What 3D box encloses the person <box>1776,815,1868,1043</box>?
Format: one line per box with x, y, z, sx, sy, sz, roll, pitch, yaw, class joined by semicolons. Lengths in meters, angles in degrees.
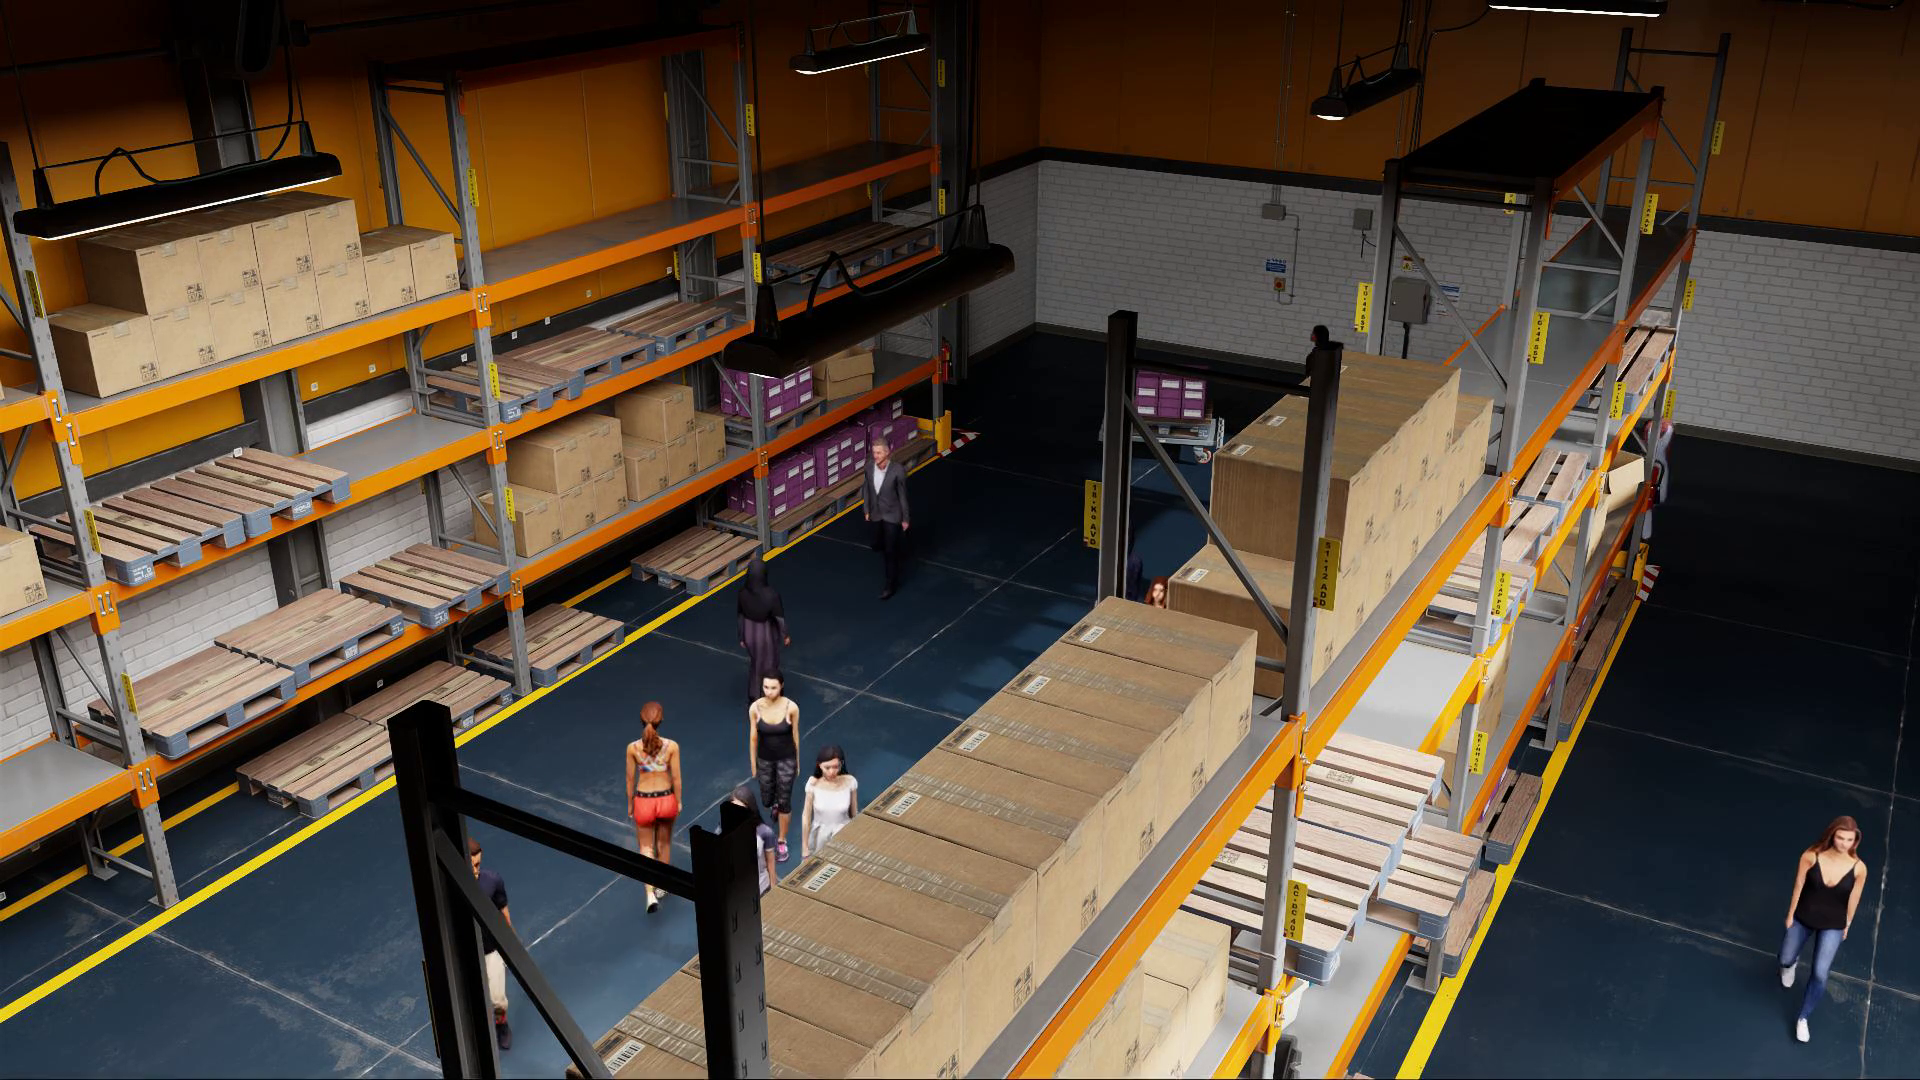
6.033;2.649;11.712;0.574;1.703;0.931;12;26;25;person

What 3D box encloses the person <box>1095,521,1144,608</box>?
1.509;0.657;16.262;0.755;1.708;1.008;7;25;16;person

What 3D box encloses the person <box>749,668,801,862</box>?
-1.486;1.783;13.685;0.803;1.710;0.935;0;24;1;person

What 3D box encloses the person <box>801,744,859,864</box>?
-0.969;2.269;12.521;0.969;1.750;1.111;-2;24;-4;person

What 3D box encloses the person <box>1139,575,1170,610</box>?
1.826;1.068;15.352;0.600;1.685;1.063;13;27;28;person

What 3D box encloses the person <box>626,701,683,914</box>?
-2.353;2.102;12.871;0.916;1.777;1.007;-5;24;-12;person

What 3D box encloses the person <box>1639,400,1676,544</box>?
8.119;-0.859;19.652;0.823;1.770;0.893;-5;24;-11;person

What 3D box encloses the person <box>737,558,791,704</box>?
-1.909;0.940;15.739;0.646;1.608;0.770;10;25;21;person

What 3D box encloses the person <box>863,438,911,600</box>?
-0.780;-0.299;18.329;0.806;1.805;1.028;9;25;21;person

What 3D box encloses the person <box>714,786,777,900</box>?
-1.524;2.514;12.013;0.691;1.709;0.698;1;24;3;person
